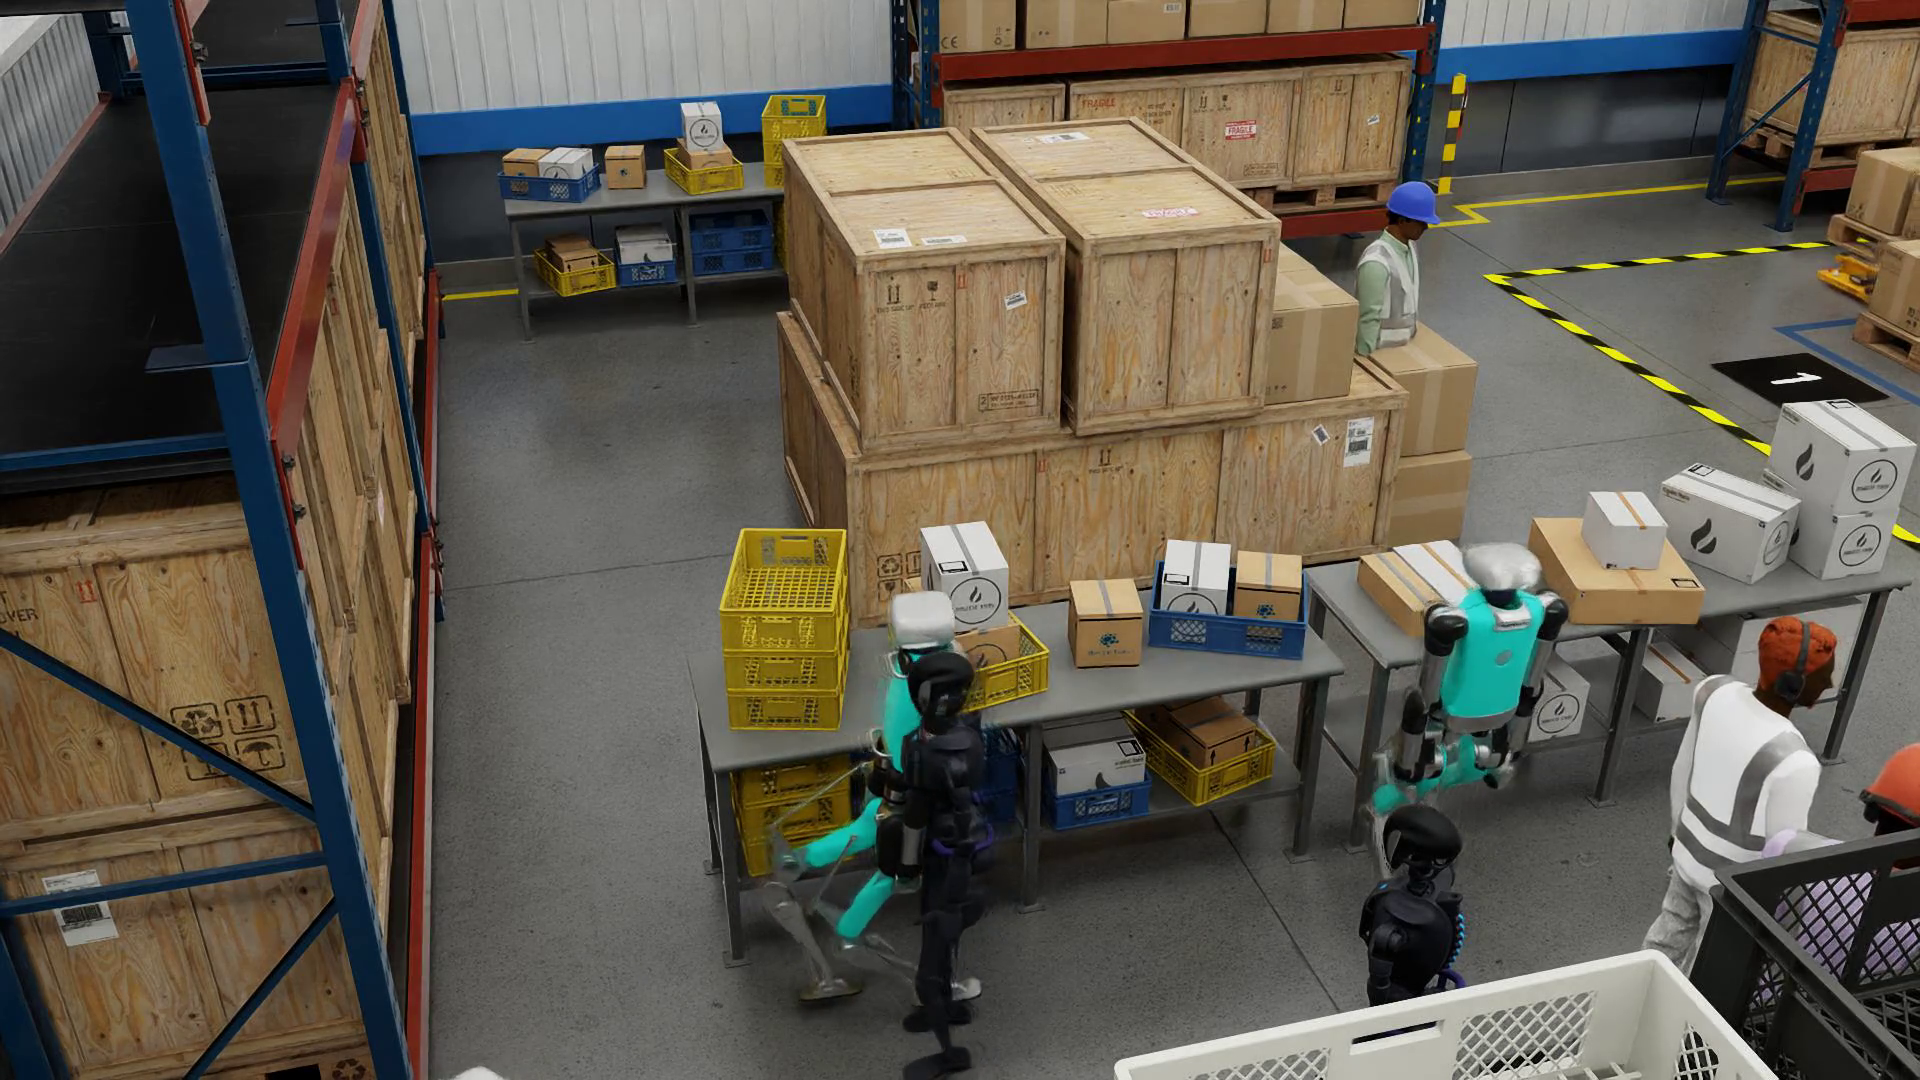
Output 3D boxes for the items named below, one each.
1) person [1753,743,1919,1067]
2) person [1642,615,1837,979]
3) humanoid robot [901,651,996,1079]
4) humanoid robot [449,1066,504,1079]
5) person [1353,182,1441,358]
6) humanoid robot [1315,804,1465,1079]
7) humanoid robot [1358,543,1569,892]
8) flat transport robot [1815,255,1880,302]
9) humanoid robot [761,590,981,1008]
[{"bbox_3d":[2.467,1.425,4.713,0.608,2.031,0.405,26,38,38],"label":"person"},{"bbox_3d":[2.529,1.082,5.478,0.360,1.884,0.572,-5,29,-8],"label":"person"},{"bbox_3d":[-0.070,1.088,5.670,0.334,1.649,0.608,-7,30,-13],"label":"humanoid robot"},{"bbox_3d":[-0.932,1.904,4.172,0.540,1.828,0.731,17,33,28],"label":"humanoid robot"},{"bbox_3d":[2.372,-1.062,9.326,0.416,1.932,0.612,18,33,29],"label":"person"},{"bbox_3d":[1.295,1.481,4.954,0.315,1.657,0.599,19,34,30],"label":"humanoid robot"},{"bbox_3d":[1.788,0.726,6.355,0.549,1.833,0.816,-8,30,-14],"label":"humanoid robot"},{"bbox_3d":[7.453,-2.068,12.841,1.431,0.197,0.652,-7,30,-13],"label":"flat transport robot"},{"bbox_3d":[-0.374,1.000,5.775,0.937,1.747,0.530,-6,29,-11],"label":"humanoid robot"}]
